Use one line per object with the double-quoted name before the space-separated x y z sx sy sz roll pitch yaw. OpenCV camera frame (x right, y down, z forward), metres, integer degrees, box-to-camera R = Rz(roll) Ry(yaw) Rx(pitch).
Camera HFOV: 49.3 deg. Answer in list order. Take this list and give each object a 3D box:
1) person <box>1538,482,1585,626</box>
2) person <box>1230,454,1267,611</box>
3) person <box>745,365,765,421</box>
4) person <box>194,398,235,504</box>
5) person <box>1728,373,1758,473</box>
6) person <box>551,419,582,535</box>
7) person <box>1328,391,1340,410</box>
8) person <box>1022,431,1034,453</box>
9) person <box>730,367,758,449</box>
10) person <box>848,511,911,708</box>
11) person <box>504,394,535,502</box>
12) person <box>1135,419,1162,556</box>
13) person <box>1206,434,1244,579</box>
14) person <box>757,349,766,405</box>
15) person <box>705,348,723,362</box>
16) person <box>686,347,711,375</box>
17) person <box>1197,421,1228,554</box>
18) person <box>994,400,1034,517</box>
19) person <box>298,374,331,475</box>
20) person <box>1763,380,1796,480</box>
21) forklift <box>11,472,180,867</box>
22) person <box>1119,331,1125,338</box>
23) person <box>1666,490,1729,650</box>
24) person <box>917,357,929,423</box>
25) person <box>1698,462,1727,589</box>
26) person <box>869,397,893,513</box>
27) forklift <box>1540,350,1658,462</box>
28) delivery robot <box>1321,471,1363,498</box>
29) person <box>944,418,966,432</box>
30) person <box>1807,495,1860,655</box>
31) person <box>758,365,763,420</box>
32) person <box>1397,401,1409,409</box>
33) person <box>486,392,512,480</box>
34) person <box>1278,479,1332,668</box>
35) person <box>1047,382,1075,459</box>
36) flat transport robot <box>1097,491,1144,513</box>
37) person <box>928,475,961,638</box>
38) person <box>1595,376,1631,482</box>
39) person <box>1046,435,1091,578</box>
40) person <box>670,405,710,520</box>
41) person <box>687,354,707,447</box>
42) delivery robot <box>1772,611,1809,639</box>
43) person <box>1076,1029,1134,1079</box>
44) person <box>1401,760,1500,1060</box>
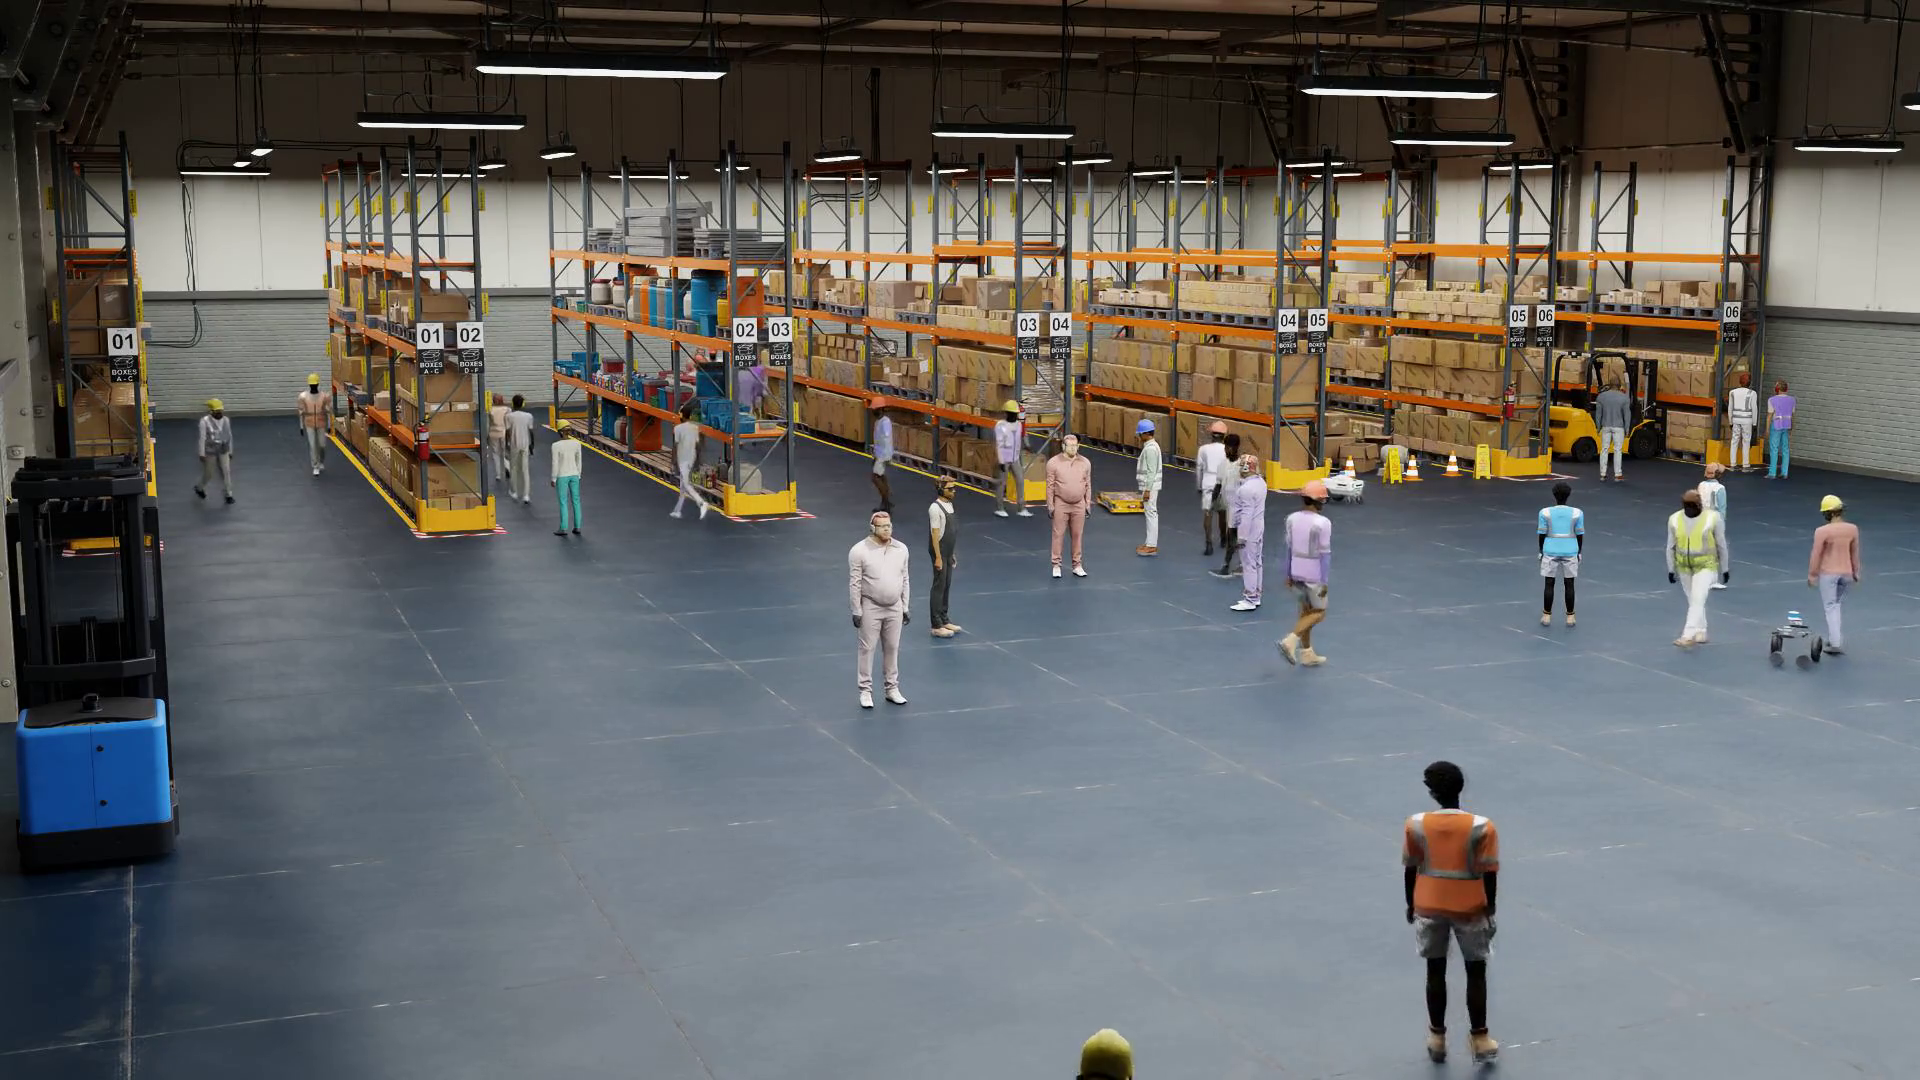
"person" 7.043 0.161 24.572 0.534 1.699 0.318 2 9 13
"person" 3.511 -0.096 25.590 0.404 1.911 0.636 4 9 24
"person" -4.633 -3.265 46.637 0.556 1.924 0.475 -5 10 -28
"person" -12.666 -1.528 35.531 0.777 1.796 0.627 7 11 39
"person" 14.951 -2.241 39.972 0.349 1.882 0.584 -7 11 -39
"person" -5.980 -0.957 31.808 0.523 1.767 0.313 -8 12 -43
"person" 8.401 -3.565 48.410 0.636 1.998 0.985 -3 9 -22
"person" 1.330 -2.793 43.570 0.609 1.919 0.919 -4 10 -27
"person" -4.537 -2.876 44.082 0.643 1.924 0.654 -5 10 -29
"person" -0.767 0.670 20.470 0.643 1.913 0.411 -5 10 -28
"person" -7.511 -1.570 35.701 0.539 1.825 0.988 -3 9 -21
"person" 2.686 -0.755 29.882 0.402 1.938 0.603 1 9 6
"person" 3.577 -0.453 27.900 0.906 1.921 0.618 -5 10 -29
"person" -5.082 -3.989 52.516 0.504 1.611 0.610 5 10 32
"person" -5.905 -3.763 50.082 0.558 1.902 0.720 0 9 -1
"person" -6.062 -3.557 48.744 0.658 1.878 0.707 -1 9 -8
"person" 3.696 -0.771 30.181 0.553 1.881 0.994 2 9 12
"person" 0.849 -1.286 33.558 0.590 1.892 0.860 -6 11 -37
"person" -12.179 -2.193 39.560 0.594 1.911 0.505 -3 9 -19
"person" 15.175 -2.030 38.727 0.563 1.838 0.377 -2 9 -16
"forklift" -6.630 0.886 15.957 1.129 2.768 1.873 -3 9 -21
"person" 4.142 -4.489 54.675 0.642 1.958 0.453 6 10 35
"person" 8.203 0.308 23.361 0.654 1.776 0.961 8 12 43
"person" -0.939 -3.505 49.228 0.498 1.634 0.280 -2 9 -14
"person" 9.726 -0.192 27.123 0.310 1.635 0.523 -3 9 -19
"person" -1.308 -1.378 34.095 0.439 1.916 0.565 -3 9 -17
"forklift" 12.897 -2.725 42.309 2.313 2.155 1.214 -3 9 -21
"delivery robot" 6.466 -0.926 35.445 0.477 0.478 0.707 -8 12 -44
"person" -0.118 -2.676 43.615 0.540 1.663 0.804 -3 9 -21
"person" 9.579 0.370 23.026 0.559 1.731 0.644 -2 9 -11
"person" -4.679 -3.359 47.546 0.535 1.850 0.586 -2 9 -16
"person" 10.265 -3.428 48.386 0.483 1.737 0.320 8 12 43
"person" -8.491 -1.905 38.573 0.516 1.628 0.383 -3 9 -18
"person" 3.636 0.368 22.134 0.661 2.026 0.608 -6 11 -36
"person" 1.893 -2.219 39.803 0.574 1.886 0.796 2 9 15
"flat transport robot" 2.728 -0.635 34.756 0.652 0.197 1.431 -1 9 -7
"person" -0.179 0.173 24.002 0.345 1.846 0.508 3 9 19
"person" 12.013 -2.050 38.522 0.635 1.935 0.354 6 10 35
"person" 1.464 -0.459 28.000 0.643 1.913 0.410 -2 9 -16
"person" -4.339 -1.242 33.524 0.840 1.827 0.567 8 12 43
"person" -5.526 -2.966 44.538 0.634 1.968 0.893 -5 10 -31
"delivery robot" 8.958 0.885 22.507 0.335 0.223 0.698 6 10 34
"person" 0.561 2.665 7.812 0.542 1.722 0.922 2 9 12
"person" 2.757 2.082 11.841 0.553 1.662 0.408 3 9 21
